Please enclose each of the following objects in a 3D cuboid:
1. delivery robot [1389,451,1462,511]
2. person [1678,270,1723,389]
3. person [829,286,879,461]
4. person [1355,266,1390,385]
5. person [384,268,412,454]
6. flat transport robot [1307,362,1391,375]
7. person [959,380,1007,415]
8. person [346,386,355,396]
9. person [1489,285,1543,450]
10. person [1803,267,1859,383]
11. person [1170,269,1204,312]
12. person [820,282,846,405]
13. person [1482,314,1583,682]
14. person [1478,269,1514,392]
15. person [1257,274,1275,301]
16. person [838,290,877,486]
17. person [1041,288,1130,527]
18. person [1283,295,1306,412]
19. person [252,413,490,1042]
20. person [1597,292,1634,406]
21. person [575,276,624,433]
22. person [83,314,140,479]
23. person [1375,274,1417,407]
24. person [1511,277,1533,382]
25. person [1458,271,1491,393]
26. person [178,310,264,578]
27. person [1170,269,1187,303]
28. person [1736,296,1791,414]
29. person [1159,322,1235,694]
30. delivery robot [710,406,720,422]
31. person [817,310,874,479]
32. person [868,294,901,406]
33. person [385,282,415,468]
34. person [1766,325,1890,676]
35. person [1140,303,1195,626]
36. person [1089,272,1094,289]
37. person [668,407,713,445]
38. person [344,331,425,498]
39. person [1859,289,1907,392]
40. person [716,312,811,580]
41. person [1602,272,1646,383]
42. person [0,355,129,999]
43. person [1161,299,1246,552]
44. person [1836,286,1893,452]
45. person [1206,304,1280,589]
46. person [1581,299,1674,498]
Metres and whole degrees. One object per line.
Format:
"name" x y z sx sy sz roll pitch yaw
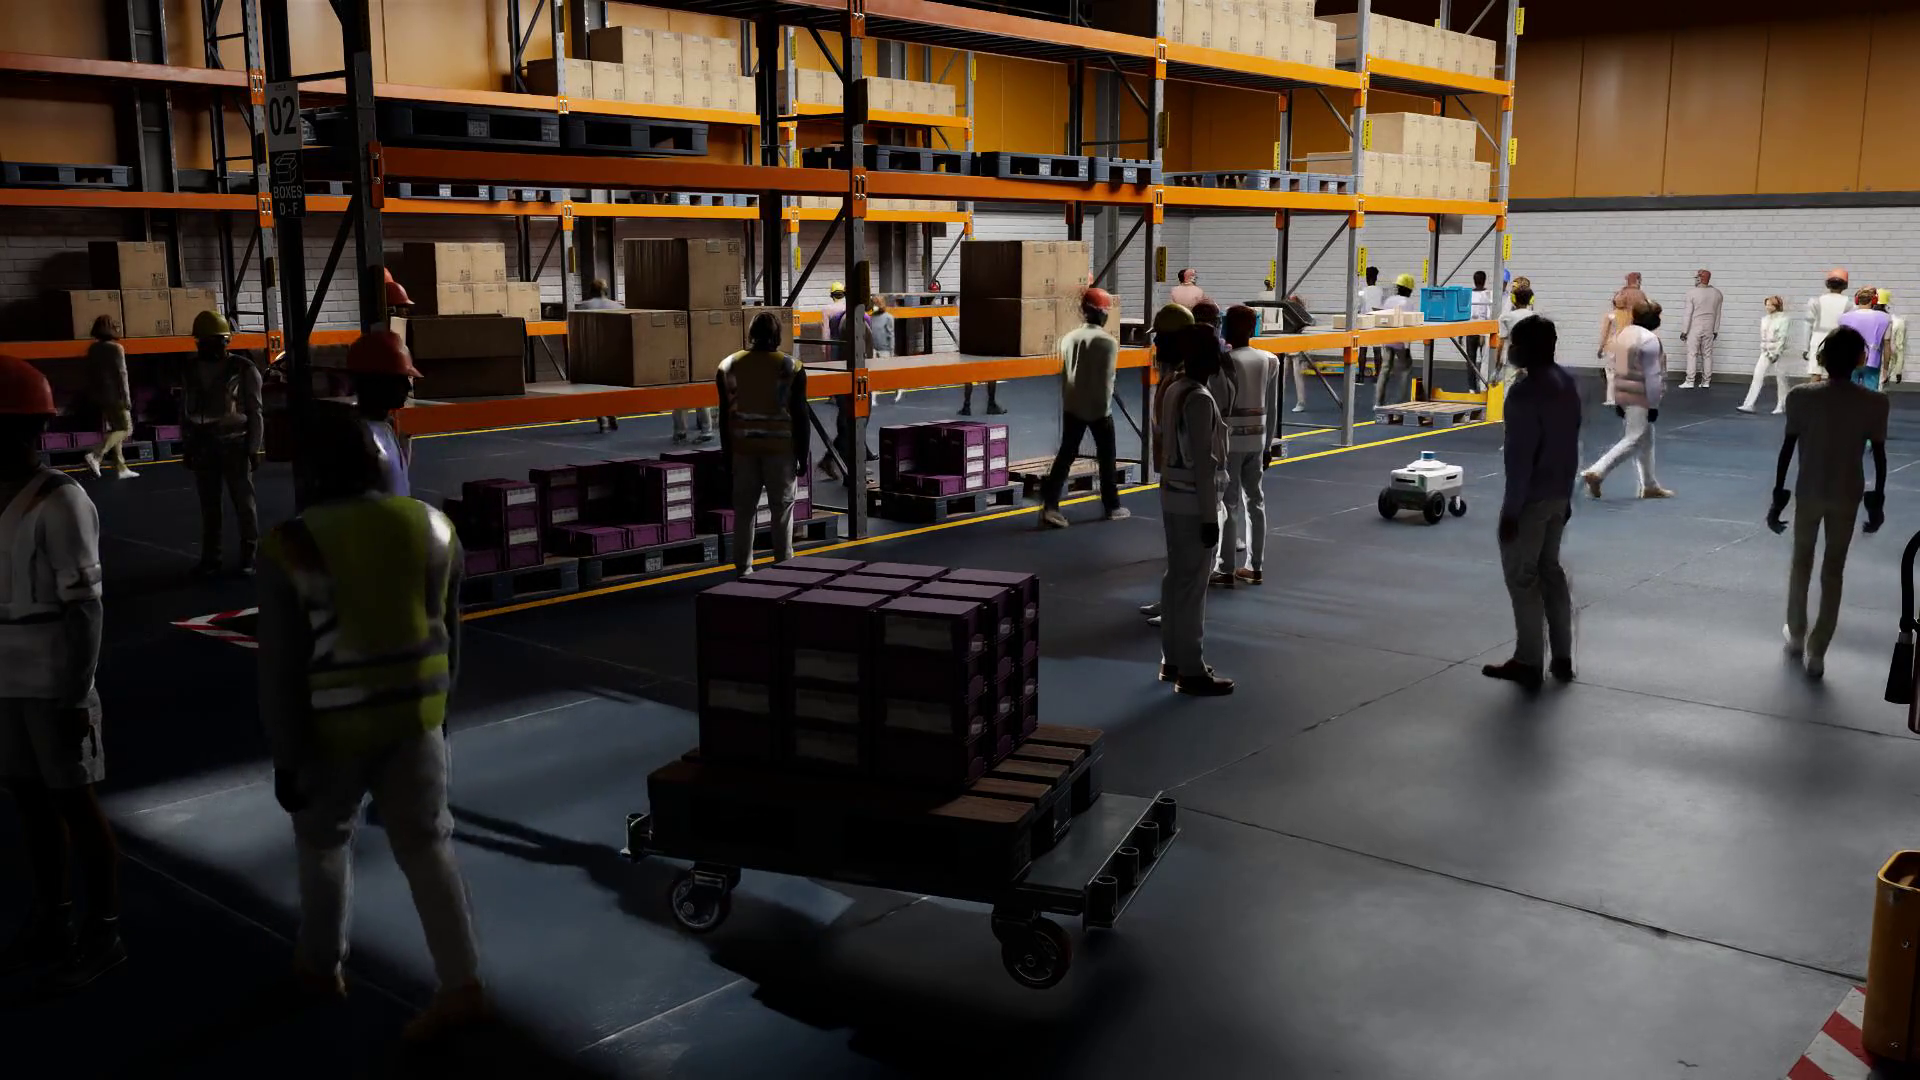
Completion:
"delivery robot" 3.901 -0.499 13.911 0.477 0.478 0.707 9 14 43
"person" 11.893 -3.383 26.752 0.651 1.908 0.409 -2 10 -10
"person" -1.121 -1.799 17.671 0.543 1.928 0.371 7 12 34
"person" 6.770 -3.526 27.435 0.598 1.958 0.371 1 10 4
"person" -6.293 -1.946 18.178 0.372 2.044 0.607 -8 13 -39
"flat transport robot" 6.893 -3.050 29.507 1.431 0.197 0.652 2 10 10
"person" 0.279 -2.628 22.507 0.603 1.907 0.560 5 11 28
"person" -5.930 -1.530 16.917 0.548 1.646 0.886 4 11 21
"person" 6.234 -1.905 18.564 0.550 1.847 0.632 1 10 4
"person" 11.096 -2.468 21.234 0.608 2.019 0.919 5 11 28
"person" 3.832 -3.563 27.781 0.651 1.904 0.404 9 13 40
"person" -1.771 -2.836 24.038 0.535 1.767 0.315 -5 11 -28
"person" 3.023 -0.198 8.633 0.400 1.916 0.704 10 14 44
"person" 8.042 -3.075 24.874 0.605 1.950 0.381 -1 10 -4
"person" 5.828 -4.114 31.312 0.525 1.769 0.309 7 12 36
"person" -0.954 -1.435 15.568 0.370 1.939 0.631 -2 10 -13
"person" 1.012 -1.071 13.519 0.622 1.944 1.059 9 13 40
"person" 4.506 -2.536 22.755 0.707 1.602 0.540 -8 13 -39
"person" -1.678 0.539 4.782 0.635 1.801 0.919 -8 13 -38
"person" 9.375 -2.713 23.725 0.521 1.625 0.388 -2 10 -12
"person" -4.349 -2.230 20.178 0.629 1.918 0.533 -1 10 -7
"person" -8.269 -1.374 16.107 0.503 1.616 0.538 6 12 31
"person" 6.032 -2.693 22.838 0.767 1.892 0.639 -6 12 -31
"person" 8.014 -2.846 23.868 0.346 1.846 0.506 1 10 8
"person" 8.072 -3.237 25.923 0.616 1.901 0.489 4 11 22
"person" -5.076 -0.652 11.410 0.591 1.833 0.403 1 10 6
"person" 4.081 -4.006 30.404 0.507 1.872 0.329 6 12 31
"person" 10.942 -2.486 22.518 0.808 1.600 0.514 -4 11 -22
"person" 1.198 -0.162 8.478 0.355 1.885 0.575 -2 10 -9
"delivery robot" -3.085 -1.736 20.955 0.477 0.478 0.707 -2 10 -12
"person" -1.135 -1.427 16.276 0.534 1.666 0.553 -1 10 -7
"person" -1.110 -2.719 23.803 0.510 1.609 0.659 6 12 32
"person" -4.394 -1.003 12.948 0.378 1.995 0.612 -7 12 -34
"person" 4.693 -0.234 9.004 0.562 1.835 0.891 5 11 26
"person" 1.283 -0.447 9.977 0.368 1.927 0.589 0 10 0
"person" 1.845 -3.010 24.593 0.570 1.930 0.606 3 11 19
"person" -3.127 -1.974 19.023 0.665 1.801 0.643 8 13 38
"person" -2.388 0.109 6.817 0.455 1.922 0.561 -1 10 -7
"person" 10.689 -2.033 19.434 0.921 1.788 0.616 -8 12 -37
"person" -1.287 -0.588 11.049 0.626 1.836 0.429 2 10 10
"person" 10.860 -3.426 27.087 0.777 1.878 0.658 -2 10 -10
"person" -2.815 0.415 5.036 0.546 1.938 0.360 6 12 31
"person" 1.800 -0.816 12.207 0.670 1.878 0.670 7 12 34
"person" 9.976 -1.885 18.417 0.563 1.837 0.388 5 11 24
"person" 1.848 -0.617 11.068 0.579 1.884 0.352 -5 11 -28
"person" 6.022 -1.250 14.880 0.849 1.814 0.635 0 10 -1
